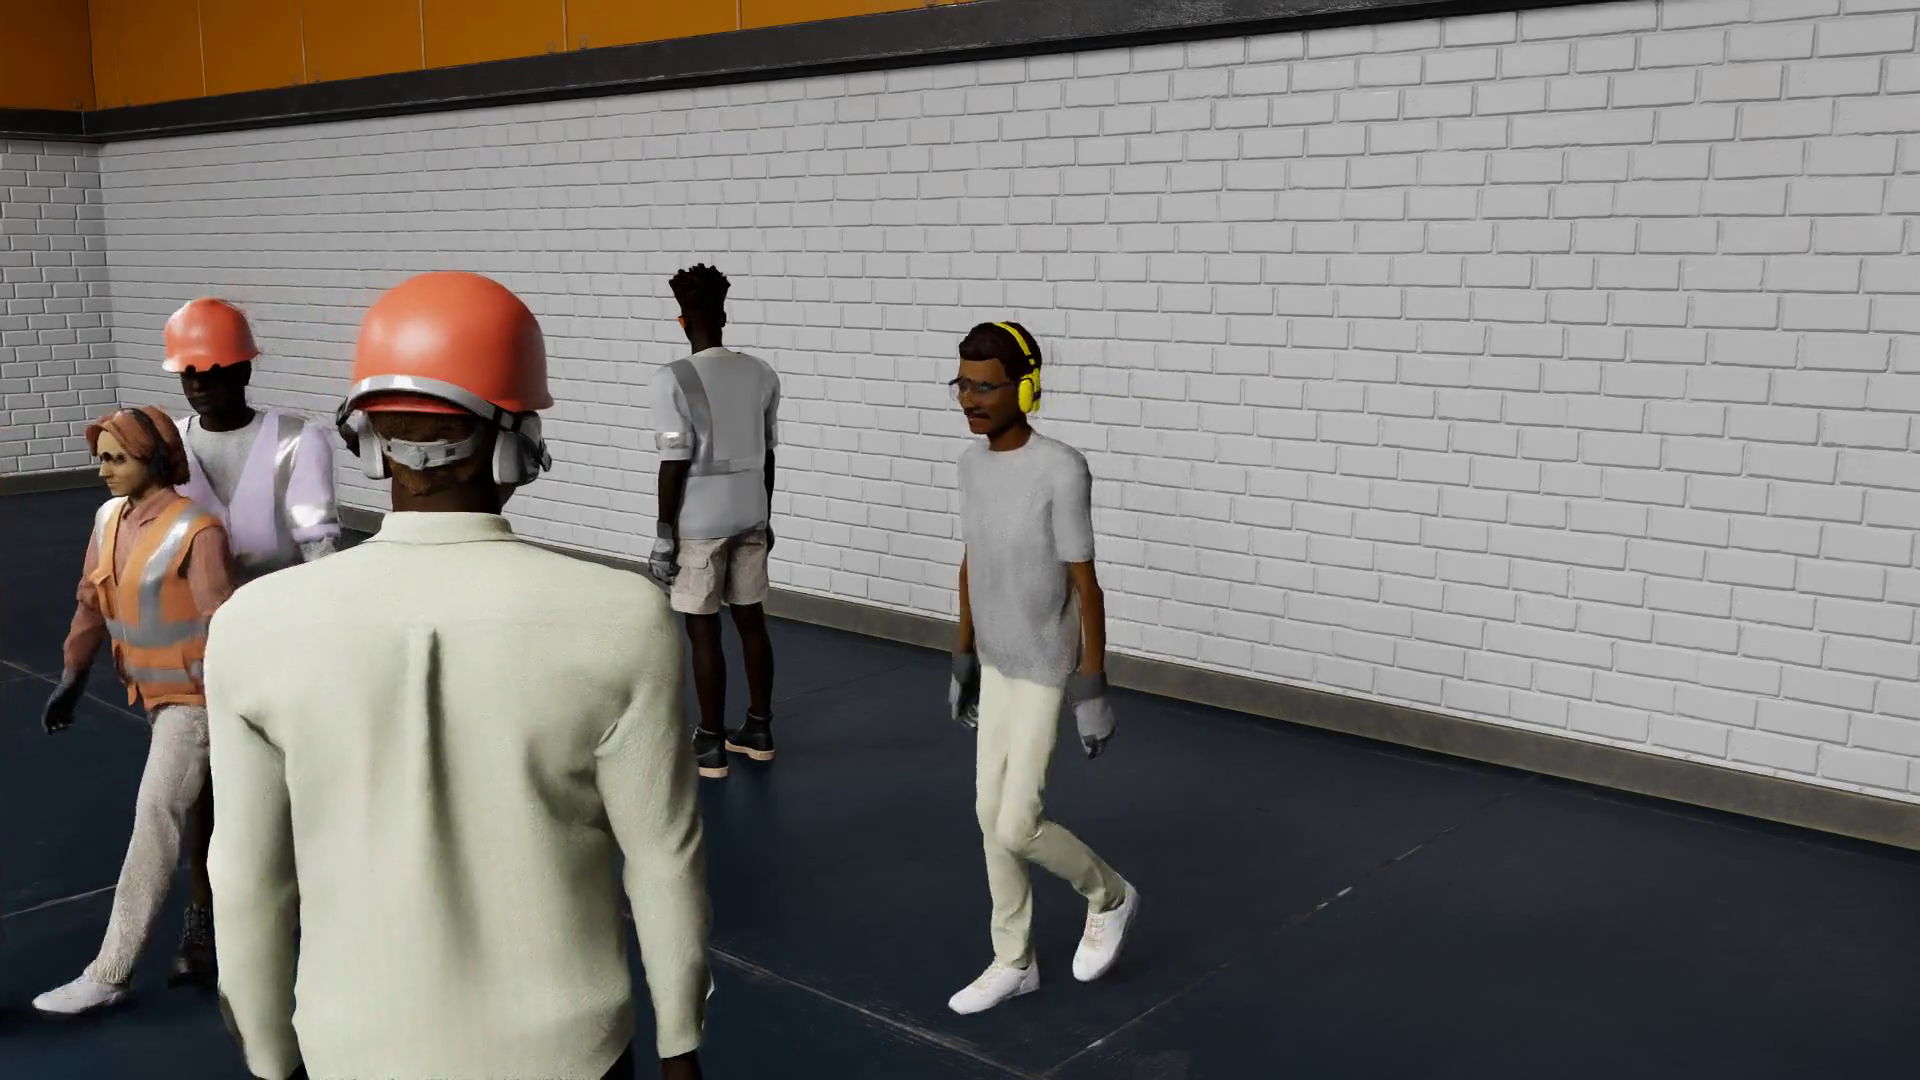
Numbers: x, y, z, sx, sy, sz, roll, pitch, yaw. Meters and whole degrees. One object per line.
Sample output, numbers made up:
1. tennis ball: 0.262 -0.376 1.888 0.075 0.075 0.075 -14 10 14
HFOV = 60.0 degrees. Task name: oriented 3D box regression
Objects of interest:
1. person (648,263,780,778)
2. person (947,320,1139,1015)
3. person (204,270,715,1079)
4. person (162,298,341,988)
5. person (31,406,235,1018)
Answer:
1. person: -0.946 -0.071 6.403 0.367 1.963 0.609 8 13 39
2. person: 0.196 0.348 4.355 0.502 1.844 0.558 -7 12 -36
3. person: -0.633 0.651 2.204 0.622 1.992 0.396 -1 10 -4
4. person: -2.033 0.263 4.732 0.555 1.877 1.013 -1 10 -8
5. person: -2.214 0.449 4.478 0.516 1.598 0.837 8 13 37
